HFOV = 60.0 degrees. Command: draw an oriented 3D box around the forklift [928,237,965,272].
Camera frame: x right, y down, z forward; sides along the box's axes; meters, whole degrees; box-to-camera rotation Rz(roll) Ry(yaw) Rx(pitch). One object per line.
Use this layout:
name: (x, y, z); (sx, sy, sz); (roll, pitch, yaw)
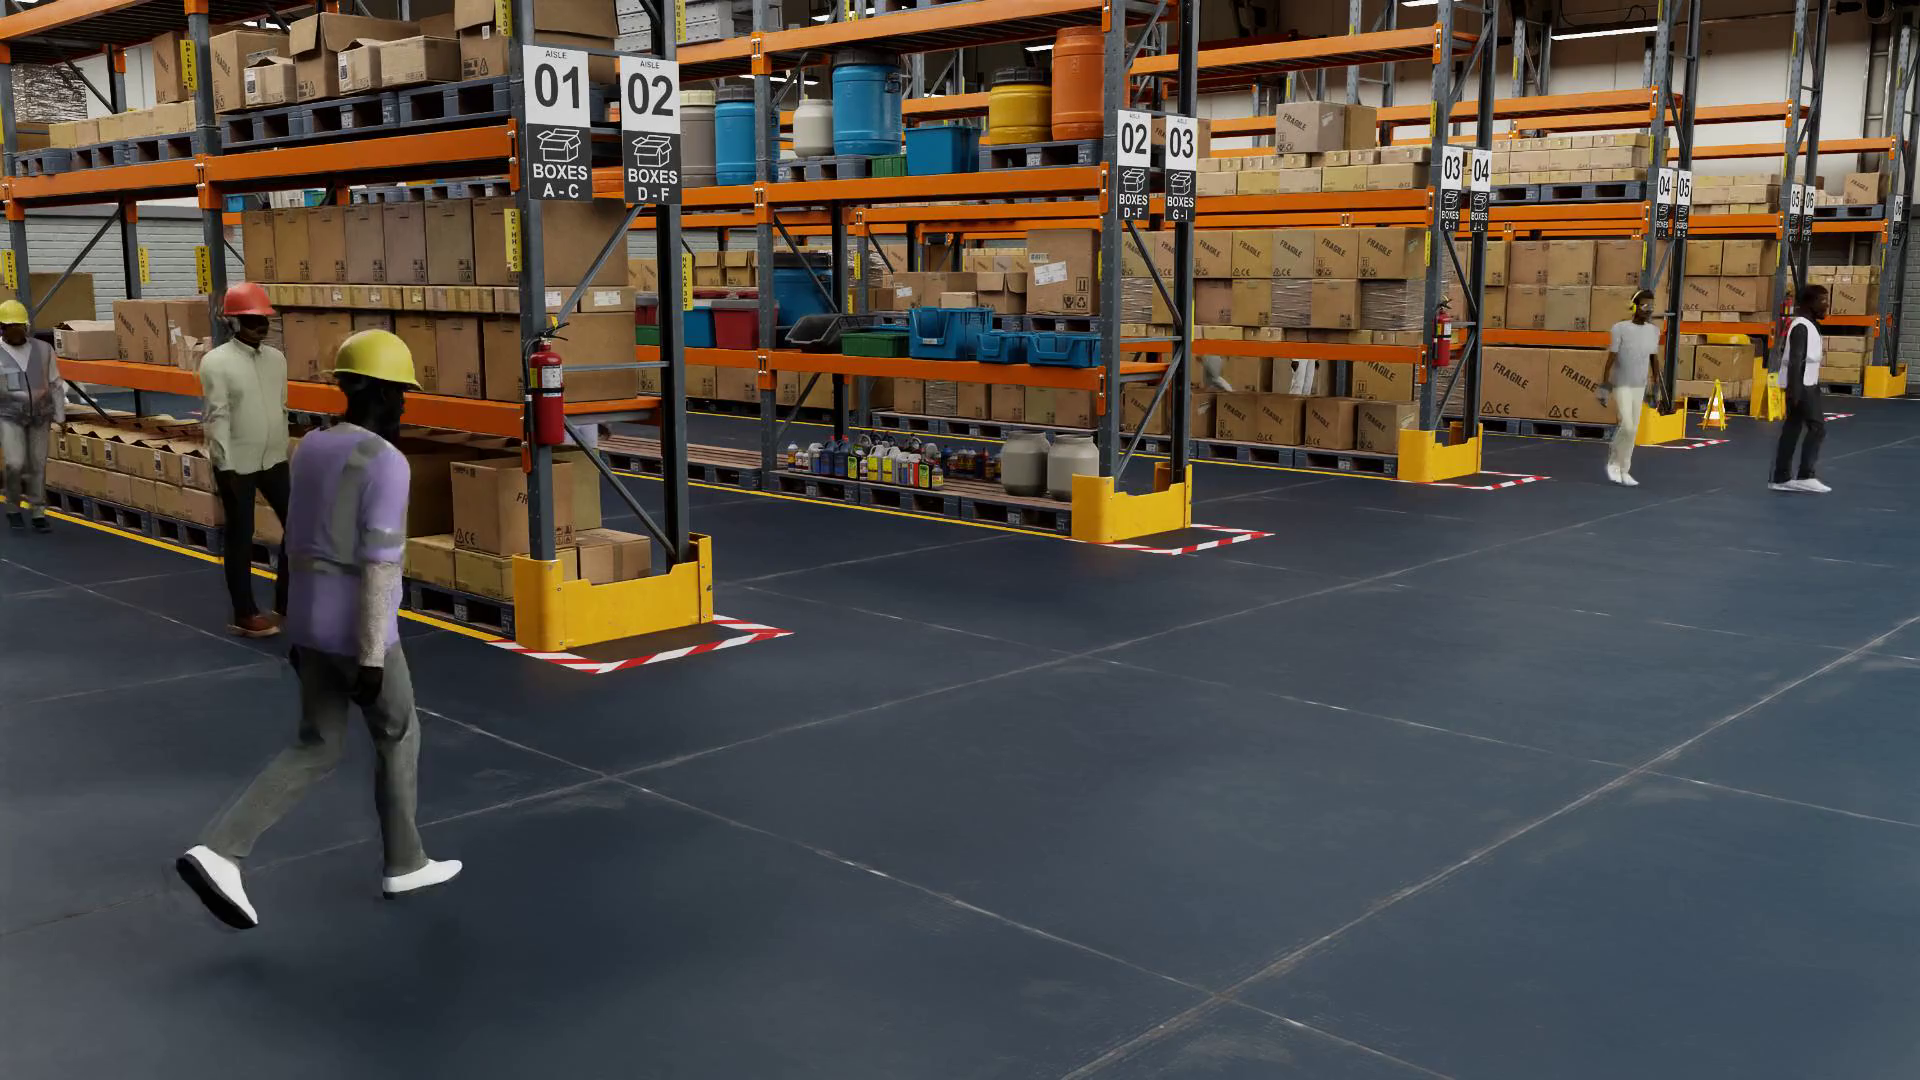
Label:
forklift: (-0.326, -5.817, 39.609); (1.129, 2.768, 1.873); (9, 13, 43)

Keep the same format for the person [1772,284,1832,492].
person: (7.855, -1.384, 15.276); (0.660, 1.900, 0.620); (6, 11, 32)

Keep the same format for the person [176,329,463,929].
person: (-2.024, 0.281, 5.218); (0.600, 1.874, 0.852); (7, 11, 36)

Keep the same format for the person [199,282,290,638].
person: (-3.876, -0.429, 9.206); (0.615, 1.969, 0.621); (5, 10, 27)

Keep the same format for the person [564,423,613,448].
person: (-2.935, -0.891, 12.742); (0.529, 1.755, 0.362); (-8, 12, -39)

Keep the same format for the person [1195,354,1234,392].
person: (3.552, -2.593, 22.679); (0.875, 1.914, 0.630); (8, 12, 40)

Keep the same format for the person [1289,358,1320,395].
person: (4.364, -2.313, 21.040); (0.337, 1.882, 0.584); (8, 12, 41)

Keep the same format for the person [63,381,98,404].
person: (-13.474, -2.973, 25.221); (0.530, 1.845, 0.783); (5, 10, 28)

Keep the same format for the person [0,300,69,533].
person: (-7.287, -0.953, 12.940); (0.428, 1.813, 0.597); (8, 12, 40)

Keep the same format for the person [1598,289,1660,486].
person: (6.348, -1.429, 15.715); (0.559, 1.851, 0.426); (-2, 9, -12)

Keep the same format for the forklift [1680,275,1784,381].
forklift: (12.480, -3.427, 27.053); (1.214, 2.155, 2.313); (9, 13, 43)
